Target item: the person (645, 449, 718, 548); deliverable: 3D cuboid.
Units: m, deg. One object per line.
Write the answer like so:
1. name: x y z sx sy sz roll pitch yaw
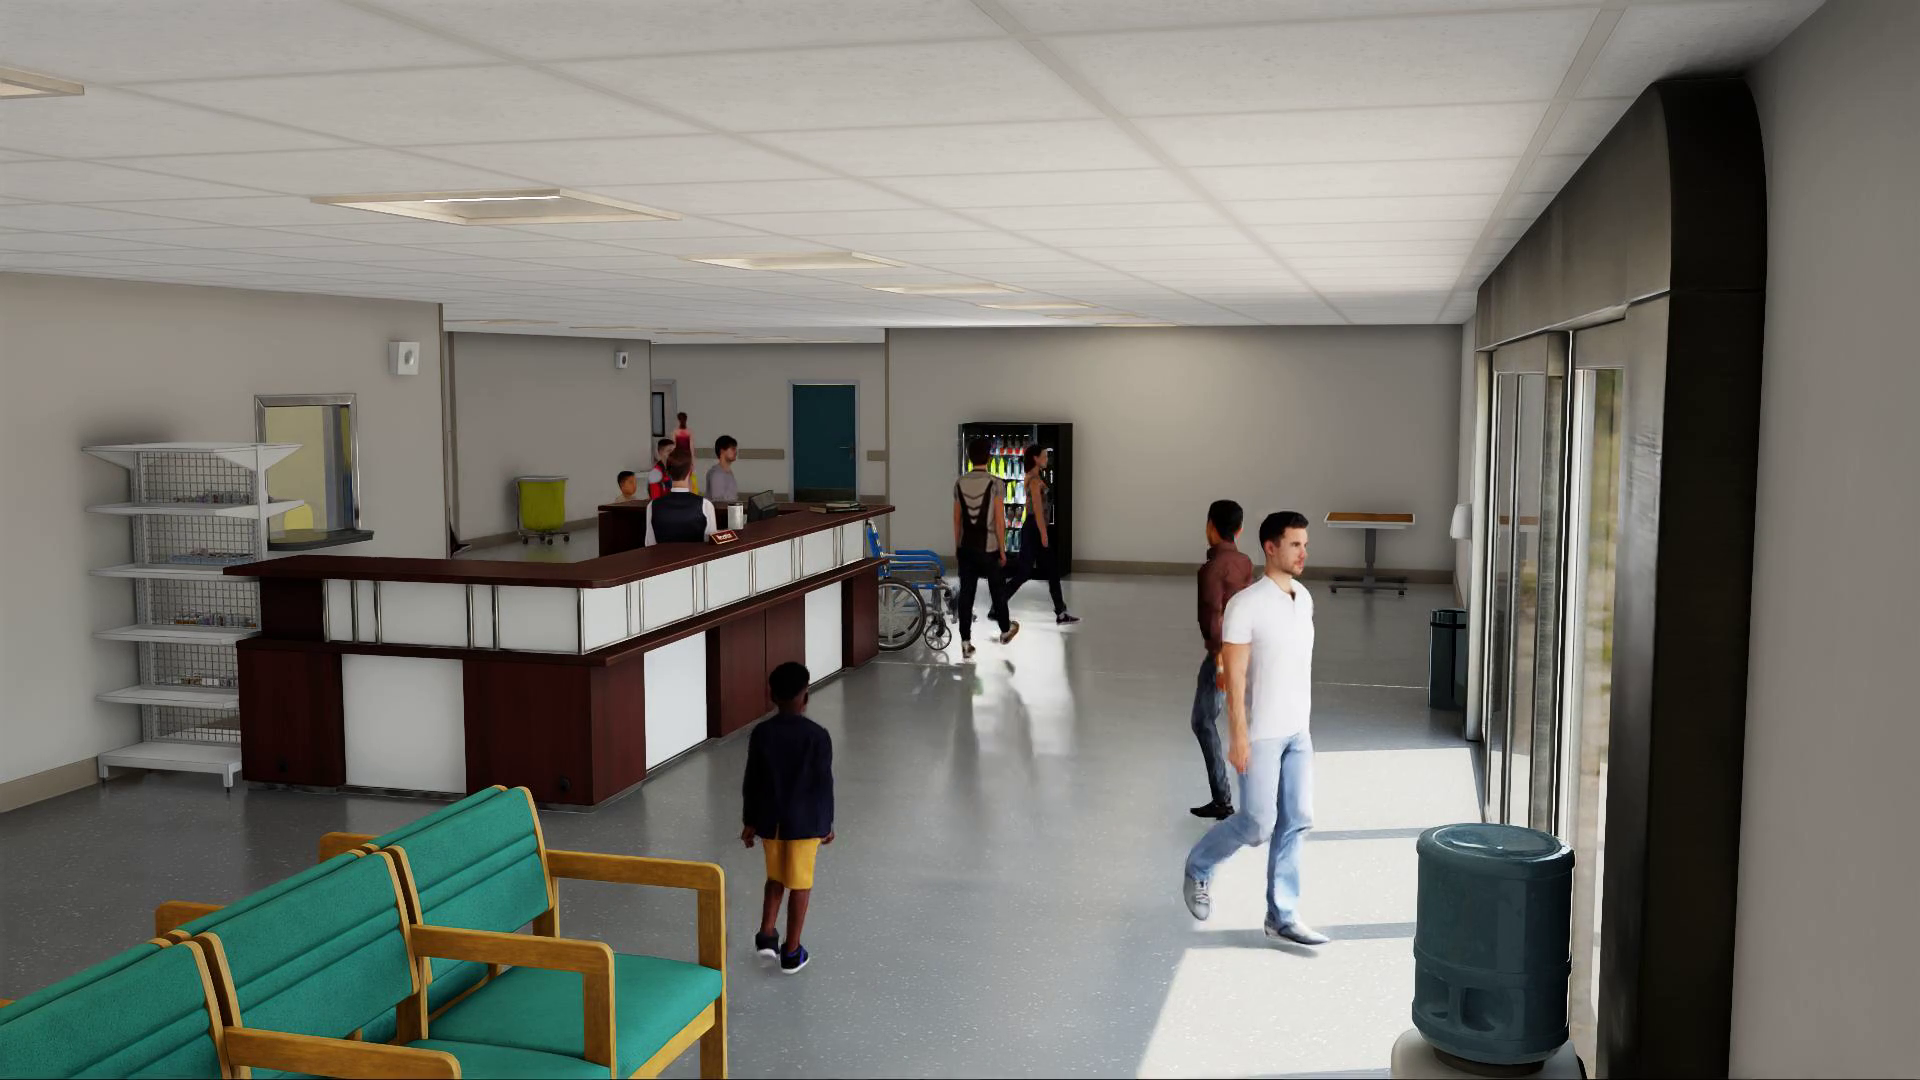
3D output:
1. person: -1.859 0.353 11.130 0.558 1.935 0.745 1 6 6

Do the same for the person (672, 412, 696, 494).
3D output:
1. person: -4.914 -1.371 29.393 1.086 1.711 0.918 -1 6 -6

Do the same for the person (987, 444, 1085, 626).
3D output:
1. person: 0.614 0.000 15.707 1.221 1.723 0.825 0 6 1

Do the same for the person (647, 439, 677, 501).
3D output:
1. person: -3.128 -0.159 17.272 1.133 1.725 0.851 3 7 30

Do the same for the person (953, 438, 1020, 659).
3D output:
1. person: 0.134 0.100 14.106 1.102 1.845 0.769 2 6 20

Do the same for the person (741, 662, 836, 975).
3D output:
1. person: -0.704 1.142 6.715 0.501 1.250 0.565 1 6 14

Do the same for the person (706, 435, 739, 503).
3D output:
1. person: -2.363 -0.073 15.990 1.077 1.811 0.655 2 6 15

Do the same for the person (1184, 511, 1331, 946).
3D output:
1. person: 1.275 0.801 7.148 0.971 1.841 1.066 -4 7 -36

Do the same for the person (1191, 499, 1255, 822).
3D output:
1. person: 1.497 0.685 8.846 0.856 1.733 0.813 4 7 35
